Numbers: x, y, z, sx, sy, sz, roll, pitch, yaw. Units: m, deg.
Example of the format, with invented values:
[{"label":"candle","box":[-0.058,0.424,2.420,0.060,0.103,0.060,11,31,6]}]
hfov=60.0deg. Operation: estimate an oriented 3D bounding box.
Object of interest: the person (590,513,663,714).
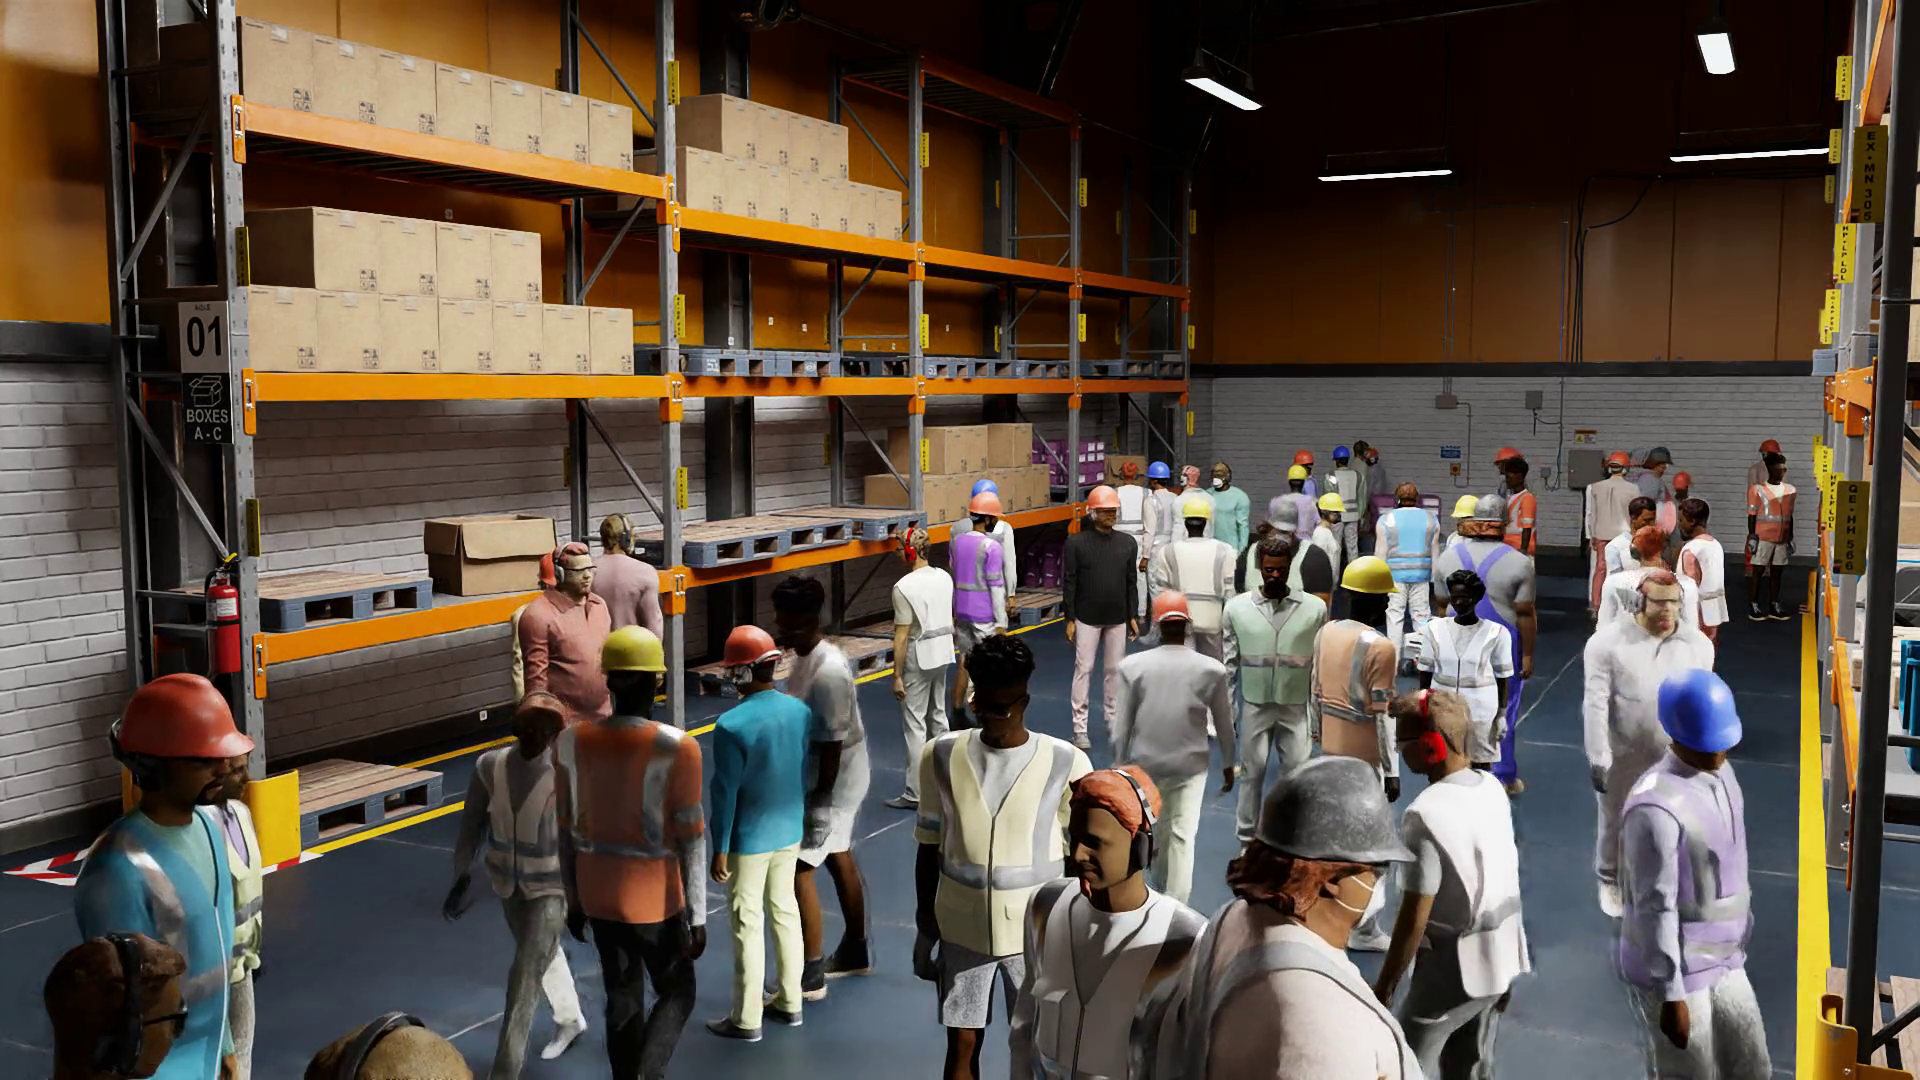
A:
[{"label":"person","box":[-2.197,0.797,10.675,0.627,1.935,0.372,1,5,12]}]

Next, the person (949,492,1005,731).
[{"label":"person","box":[0.161,0.583,13.073,0.390,1.923,0.550,-5,7,-42]}]

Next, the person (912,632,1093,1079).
[{"label":"person","box":[0.131,1.272,5.428,0.601,1.958,0.380,1,5,12]}]

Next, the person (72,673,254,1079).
[{"label":"person","box":[-1.998,1.346,4.268,0.432,2.035,0.610,0,5,-2]}]

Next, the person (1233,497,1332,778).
[{"label":"person","box":[2.183,0.672,11.446,0.708,2.000,0.541,4,6,33]}]

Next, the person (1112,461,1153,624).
[{"label":"person","box":[1.948,0.034,19.153,0.573,1.883,0.354,-1,5,-6]}]

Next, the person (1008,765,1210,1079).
[{"label":"person","box":[0.345,1.455,3.868,0.576,1.882,0.355,4,7,38]}]

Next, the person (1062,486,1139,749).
[{"label":"person","box":[1.073,0.583,12.637,0.618,1.997,0.373,-2,6,-17]}]

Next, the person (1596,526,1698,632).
[{"label":"person","box":[4.390,0.830,10.701,0.600,1.853,0.774,1,5,11]}]

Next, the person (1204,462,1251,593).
[{"label":"person","box":[2.856,0.111,18.087,0.629,1.930,0.358,4,7,37]}]

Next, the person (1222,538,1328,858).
[{"label":"person","box":[1.758,0.936,9.335,0.584,1.911,0.391,0,5,4]}]

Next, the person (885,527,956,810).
[{"label":"person","box":[-0.239,0.835,10.787,0.397,1.836,0.562,4,6,35]}]

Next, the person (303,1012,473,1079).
[{"label":"person","box":[-0.792,1.582,2.266,0.367,1.932,0.632,2,6,19]}]

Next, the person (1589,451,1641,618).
[{"label":"person","box":[7.687,-0.047,19.505,0.408,1.984,0.615,-5,7,-44]}]

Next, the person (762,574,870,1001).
[{"label":"person","box":[-0.658,1.108,7.442,0.627,1.924,0.619,-1,5,-12]}]

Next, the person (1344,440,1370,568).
[{"label":"person","box":[5.948,-0.525,24.870,0.379,1.940,0.629,0,5,-4]}]

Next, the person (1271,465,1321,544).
[{"label":"person","box":[3.718,0.112,18.380,0.608,1.880,1.001,1,5,12]}]

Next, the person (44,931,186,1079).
[{"label":"person","box":[-1.669,1.603,2.883,0.552,1.785,0.970,4,6,35]}]

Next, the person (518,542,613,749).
[{"label":"person","box":[-2.098,0.958,9.081,0.402,1.906,0.652,3,6,27]}]

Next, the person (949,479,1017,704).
[{"label":"person","box":[0.204,0.453,14.302,0.601,1.948,0.387,2,6,21]}]

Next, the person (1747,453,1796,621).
[{"label":"person","box":[9.491,-0.035,19.447,0.607,1.966,0.367,-1,5,-11]}]

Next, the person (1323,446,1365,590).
[{"label":"person","box":[5.133,-0.292,22.325,0.604,1.947,0.387,-1,5,-13]}]

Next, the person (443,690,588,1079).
[{"label":"person","box":[-1.664,1.359,6.499,0.520,1.580,0.901,2,6,19]}]

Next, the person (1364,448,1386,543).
[{"label":"person","box":[6.774,-0.645,27.224,0.361,1.738,0.610,3,6,33]}]

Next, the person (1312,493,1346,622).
[{"label":"person","box":[3.410,0.436,15.504,0.354,1.759,0.520,2,6,20]}]

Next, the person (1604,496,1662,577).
[{"label":"person","box":[5.202,0.609,12.849,0.600,1.909,0.398,-3,6,-30]}]

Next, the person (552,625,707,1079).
[{"label":"person","box":[-1.171,1.259,5.870,0.610,1.899,0.536,2,6,17]}]

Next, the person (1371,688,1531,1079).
[{"label":"person","box":[1.537,1.365,5.200,0.454,1.813,0.610,4,7,39]}]

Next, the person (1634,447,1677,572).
[{"label":"person","box":[8.548,-0.155,20.343,0.812,2.000,0.700,1,5,14]}]

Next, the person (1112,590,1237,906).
[{"label":"person","box":[1.108,1.109,8.495,0.606,1.698,0.890,2,6,16]}]

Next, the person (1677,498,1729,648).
[{"label":"person","box":[5.549,0.641,12.514,0.410,1.908,0.598,4,7,40]}]

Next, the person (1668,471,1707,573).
[{"label":"person","box":[8.907,-0.009,20.502,0.569,1.719,0.805,4,7,39]}]

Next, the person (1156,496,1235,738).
[{"label":"person","box":[1.797,0.618,12.704,0.601,1.907,0.623,1,5,8]}]

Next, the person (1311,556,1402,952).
[{"label":"person","box":[1.960,1.035,8.138,0.369,1.925,0.594,-2,6,-22]}]

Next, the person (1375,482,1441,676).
[{"label":"person","box":[4.218,0.373,15.741,0.627,1.843,0.429,0,5,-2]}]

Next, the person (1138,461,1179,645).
[{"label":"person","box":[2.120,0.141,17.648,0.389,1.949,0.604,5,7,43]}]

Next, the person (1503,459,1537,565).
[{"label":"person","box":[6.042,0.102,18.014,0.370,1.959,0.604,0,5,2]}]

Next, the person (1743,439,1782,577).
[{"label":"person","box":[11.537,-0.447,23.813,0.617,1.984,0.409,-3,6,-26]}]

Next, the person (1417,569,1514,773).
[{"label":"person","box":[2.907,1.011,9.624,0.541,1.695,0.315,3,6,29]}]

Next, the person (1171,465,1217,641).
[{"label":"person","box":[2.426,0.163,17.632,0.642,1.909,0.399,-5,7,-42]}]

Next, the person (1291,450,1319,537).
[{"label":"person","box":[4.377,-0.171,21.102,0.375,1.931,0.542,1,5,14]}]

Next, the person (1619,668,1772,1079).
[{"label":"person","box":[2.281,1.322,5.188,0.422,1.901,0.646,5,7,43]}]

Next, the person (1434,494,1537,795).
[{"label":"person","box":[3.577,0.692,11.235,0.695,2.000,0.535,4,7,39]}]

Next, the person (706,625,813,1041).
[{"label":"person","box":[-0.867,1.228,7.063,0.354,1.741,0.569,4,6,35]}]

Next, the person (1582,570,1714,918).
[{"label":"person","box":[3.426,1.064,8.304,0.659,1.845,1.026,1,5,8]}]
